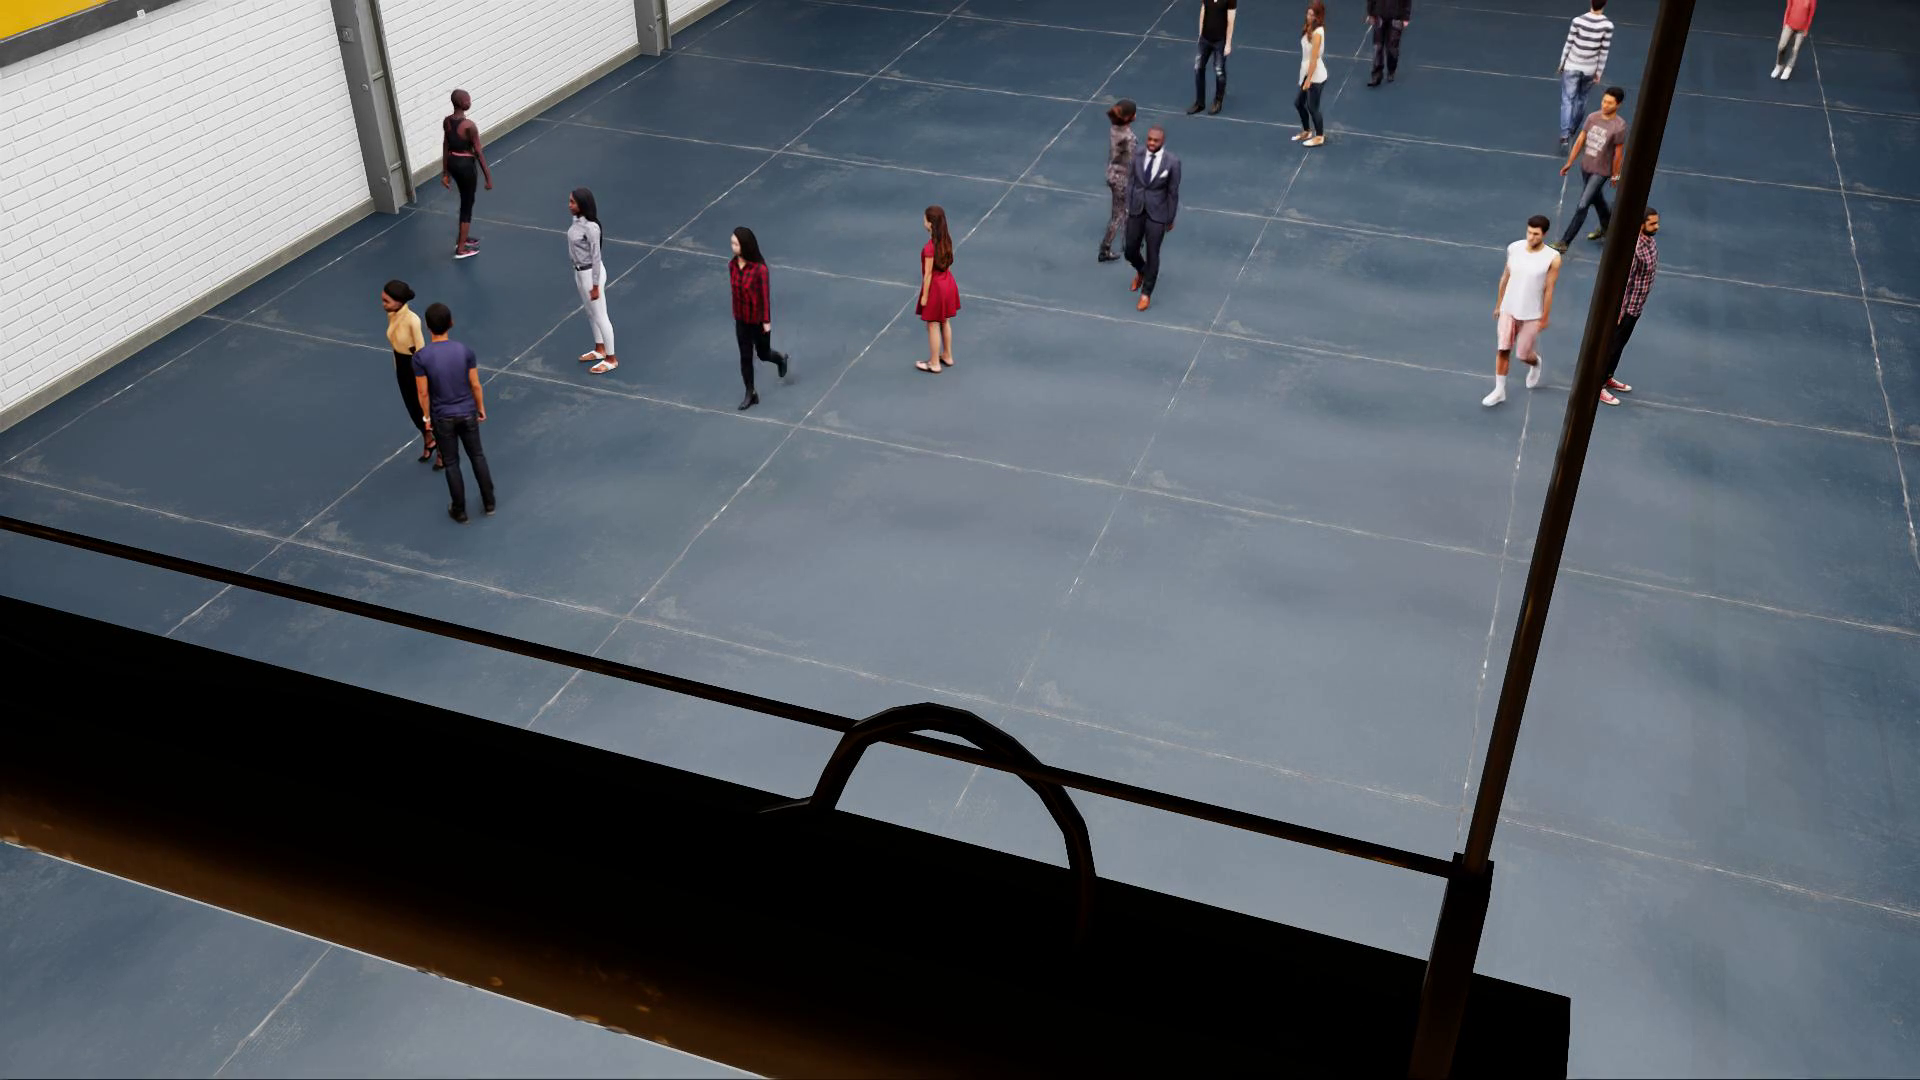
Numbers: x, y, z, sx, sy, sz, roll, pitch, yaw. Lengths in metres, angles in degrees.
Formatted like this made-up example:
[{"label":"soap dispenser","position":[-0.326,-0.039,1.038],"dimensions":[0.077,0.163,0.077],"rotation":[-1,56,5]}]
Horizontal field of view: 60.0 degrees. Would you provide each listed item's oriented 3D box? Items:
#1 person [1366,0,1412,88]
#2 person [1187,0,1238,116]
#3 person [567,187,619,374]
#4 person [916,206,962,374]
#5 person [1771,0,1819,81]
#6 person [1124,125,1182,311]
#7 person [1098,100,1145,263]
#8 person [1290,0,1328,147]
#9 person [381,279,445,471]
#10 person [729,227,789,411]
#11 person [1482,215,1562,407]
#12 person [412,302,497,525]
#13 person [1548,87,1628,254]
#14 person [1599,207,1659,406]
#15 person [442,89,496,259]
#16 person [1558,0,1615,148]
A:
[{"label":"person","position":[5.598,-6.809,21.579],"dimensions":[0.789,1.827,0.779],"rotation":[18,38,25]},{"label":"person","position":[3.226,-6.248,20.692],"dimensions":[0.835,1.875,0.913],"rotation":[23,40,31]},{"label":"person","position":[-3.327,-2.354,14.969],"dimensions":[0.713,1.725,0.676],"rotation":[-18,38,-26]},{"label":"person","position":[-0.196,-2.266,14.993],"dimensions":[0.661,1.550,0.592],"rotation":[19,38,26]},{"label":"person","position":[11.069,-6.806,21.952],"dimensions":[0.576,1.409,0.596],"rotation":[22,39,29]},{"label":"person","position":[1.854,-3.175,16.124],"dimensions":[0.740,1.814,0.778],"rotation":[16,37,23]},{"label":"person","position":[1.555,-3.623,16.906],"dimensions":[0.902,1.694,0.855],"rotation":[-12,36,-18]},{"label":"person","position":[4.238,-5.502,19.682],"dimensions":[0.815,1.750,0.750],"rotation":[0,34,0]},{"label":"person","position":[-4.424,-1.350,13.524],"dimensions":[0.635,1.651,0.619],"rotation":[24,40,31]},{"label":"person","position":[-1.751,-1.954,14.445],"dimensions":[0.701,1.639,0.940],"rotation":[19,38,26]},{"label":"person","position":[4.925,-2.008,14.412],"dimensions":[1.040,1.765,0.880],"rotation":[-28,43,-35]},{"label":"person","position":[-3.896,-0.959,12.821],"dimensions":[0.723,1.779,0.793],"rotation":[-19,38,-26]},{"label":"person","position":[6.641,-3.825,17.177],"dimensions":[1.198,1.729,1.129],"rotation":[-15,36,-21]},{"label":"person","position":[5.818,-2.073,14.514],"dimensions":[0.818,1.760,0.646],"rotation":[23,40,30]},{"label":"person","position":[-5.145,-3.720,17.022],"dimensions":[0.676,1.727,0.738],"rotation":[13,36,19]},{"label":"person","position":[7.340,-5.534,19.674],"dimensions":[0.738,1.813,1.197],"rotation":[8,34,12]}]
